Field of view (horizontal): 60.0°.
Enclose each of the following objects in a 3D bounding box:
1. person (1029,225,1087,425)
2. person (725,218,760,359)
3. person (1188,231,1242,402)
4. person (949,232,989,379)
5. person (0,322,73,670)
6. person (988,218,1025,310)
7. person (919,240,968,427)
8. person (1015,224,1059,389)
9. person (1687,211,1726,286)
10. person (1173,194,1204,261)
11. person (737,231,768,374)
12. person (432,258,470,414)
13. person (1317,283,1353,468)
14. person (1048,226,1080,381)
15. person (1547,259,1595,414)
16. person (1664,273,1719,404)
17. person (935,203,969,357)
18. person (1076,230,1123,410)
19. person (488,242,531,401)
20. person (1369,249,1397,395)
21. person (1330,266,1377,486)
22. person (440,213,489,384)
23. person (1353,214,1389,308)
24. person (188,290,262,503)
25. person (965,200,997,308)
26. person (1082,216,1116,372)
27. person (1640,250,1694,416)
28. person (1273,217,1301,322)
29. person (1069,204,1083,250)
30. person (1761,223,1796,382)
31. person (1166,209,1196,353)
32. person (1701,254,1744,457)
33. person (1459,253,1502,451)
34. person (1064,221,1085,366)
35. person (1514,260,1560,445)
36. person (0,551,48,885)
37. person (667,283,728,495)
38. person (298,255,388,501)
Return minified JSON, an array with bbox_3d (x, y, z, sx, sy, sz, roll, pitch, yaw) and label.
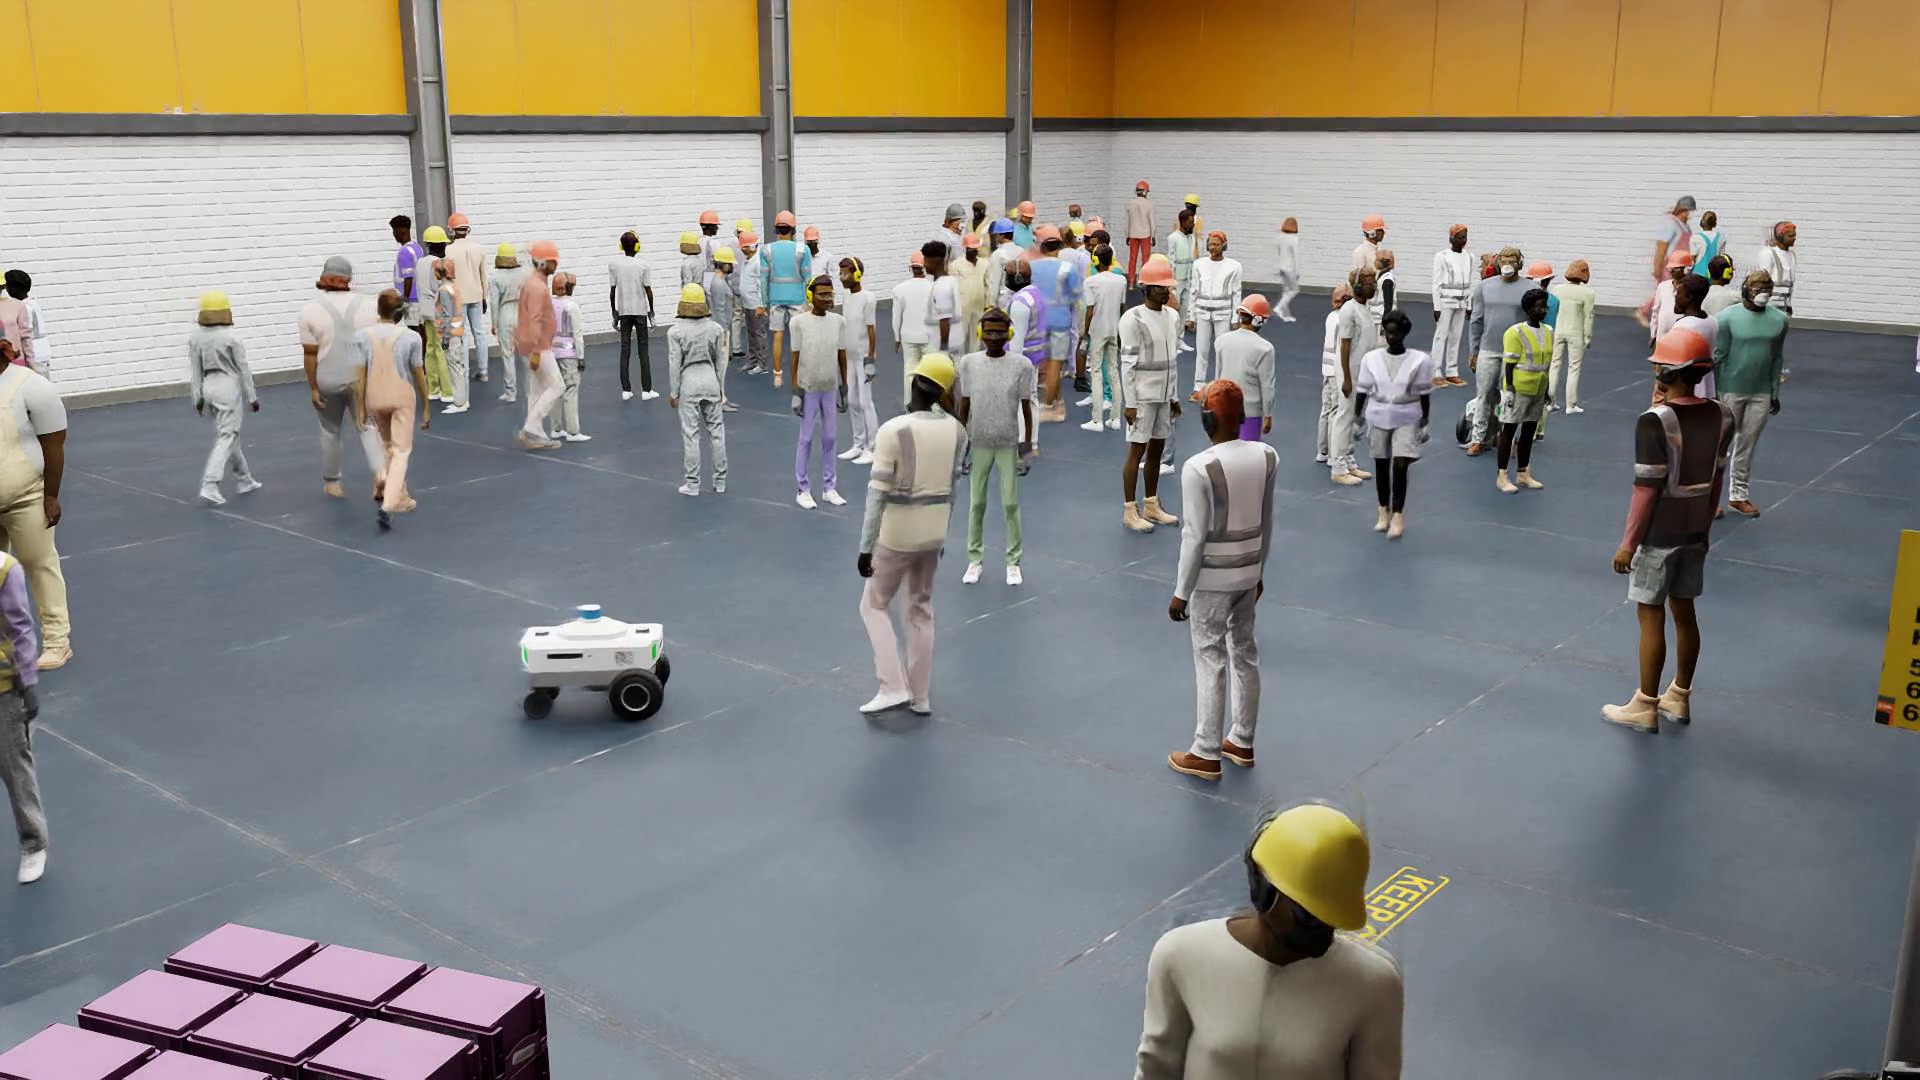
[{"bbox_3d":[1.001,-2.192,16.987,0.733,2.011,0.610,10,17,34],"label":"person"},{"bbox_3d":[-2.788,-3.251,21.609,0.595,1.824,0.403,7,16,27],"label":"person"},{"bbox_3d":[2.781,-2.434,18.225,0.572,1.882,0.356,6,15,23],"label":"person"},{"bbox_3d":[0.133,-2.816,20.007,0.572,1.749,0.340,-9,17,-33],"label":"person"},{"bbox_3d":[-5.339,-0.268,9.244,0.682,2.000,0.537,1,14,2],"label":"person"},{"bbox_3d":[0.555,-2.821,19.654,0.416,1.940,0.607,12,19,41],"label":"person"},{"bbox_3d":[-0.180,-1.892,15.924,0.418,1.943,0.598,3,14,11],"label":"person"},{"bbox_3d":[0.921,-2.637,18.982,0.638,1.910,0.406,-12,18,-39],"label":"person"},{"bbox_3d":[10.285,-3.617,23.024,0.506,1.846,0.345,-1,14,-3],"label":"person"},{"bbox_3d":[3.682,-4.580,26.726,0.381,1.918,0.585,-13,19,-42],"label":"person"},{"bbox_3d":[-2.557,-2.911,20.408,0.338,1.742,0.563,-8,16,-28],"label":"person"},{"bbox_3d":[-5.397,-2.160,17.620,0.310,1.638,0.523,-1,14,-5],"label":"person"},{"bbox_3d":[3.388,-1.467,14.850,0.310,1.638,0.523,-2,14,-8],"label":"person"},{"bbox_3d":[1.263,-2.823,19.877,0.511,1.838,0.351,-8,16,-28],"label":"person"},{"bbox_3d":[6.467,-2.151,17.612,0.282,1.625,0.494,-12,18,-39],"label":"person"},{"bbox_3d":[5.512,-1.057,12.643,0.392,1.922,0.591,13,19,42],"label":"person"},{"bbox_3d":[-0.024,-3.253,21.172,0.536,2.000,0.676,7,16,26],"label":"person"},{"bbox_3d":[1.525,-2.358,17.845,0.375,1.917,0.598,-8,16,-28],"label":"person"},{"bbox_3d":[-4.973,-2.414,18.421,0.487,1.744,0.312,-10,17,-36],"label":"person"},{"bbox_3d":[4.776,-2.464,18.825,0.311,1.643,0.522,1,14,5],"label":"person"},{"bbox_3d":[3.362,-1.395,14.145,0.343,1.847,0.506,8,16,30],"label":"person"},{"bbox_3d":[-5.854,-2.848,19.648,0.381,1.994,0.622,11,18,38],"label":"person"},{"bbox_3d":[4.740,-2.771,19.335,0.372,1.997,0.611,9,17,32],"label":"person"},{"bbox_3d":[-6.012,-1.167,13.514,0.487,1.711,0.832,4,15,16],"label":"person"},{"bbox_3d":[0.349,-4.626,27.142,0.636,1.812,0.792,11,18,37],"label":"person"},{"bbox_3d":[1.653,-3.039,20.591,0.409,1.909,0.642,-6,15,-23],"label":"person"},{"bbox_3d":[7.372,-2.110,17.185,0.333,1.749,0.575,-9,17,-32],"label":"person"},{"bbox_3d":[5.051,-4.161,25.634,0.458,1.619,0.521,-7,16,-25],"label":"person"},{"bbox_3d":[2.057,-5.116,29.452,0.312,1.634,0.514,3,14,12],"label":"person"},{"bbox_3d":[9.655,-2.798,19.674,0.572,1.883,0.353,-9,17,-33],"label":"person"},{"bbox_3d":[2.947,-3.468,22.313,0.396,1.910,0.597,11,18,38],"label":"person"},{"bbox_3d":[6.859,-1.666,15.184,0.517,1.869,0.328,11,18,38],"label":"person"},{"bbox_3d":[4.966,-1.757,15.588,0.384,1.845,0.569,9,16,31],"label":"person"},{"bbox_3d":[1.495,-3.115,21.079,0.404,1.819,0.592,2,14,6],"label":"person"},{"bbox_3d":[5.477,-1.783,15.880,0.326,1.752,0.559,11,18,38],"label":"person"},{"bbox_3d":[-3.939,0.591,6.628,0.523,1.638,0.308,-2,14,-6],"label":"person"},{"bbox_3d":[-2.172,-1.241,13.735,0.485,1.744,0.308,-7,16,-27],"label":"person"},{"bbox_3d":[-4.951,-1.321,13.455,0.686,2.000,0.851,-8,16,-28],"label":"person"}]
